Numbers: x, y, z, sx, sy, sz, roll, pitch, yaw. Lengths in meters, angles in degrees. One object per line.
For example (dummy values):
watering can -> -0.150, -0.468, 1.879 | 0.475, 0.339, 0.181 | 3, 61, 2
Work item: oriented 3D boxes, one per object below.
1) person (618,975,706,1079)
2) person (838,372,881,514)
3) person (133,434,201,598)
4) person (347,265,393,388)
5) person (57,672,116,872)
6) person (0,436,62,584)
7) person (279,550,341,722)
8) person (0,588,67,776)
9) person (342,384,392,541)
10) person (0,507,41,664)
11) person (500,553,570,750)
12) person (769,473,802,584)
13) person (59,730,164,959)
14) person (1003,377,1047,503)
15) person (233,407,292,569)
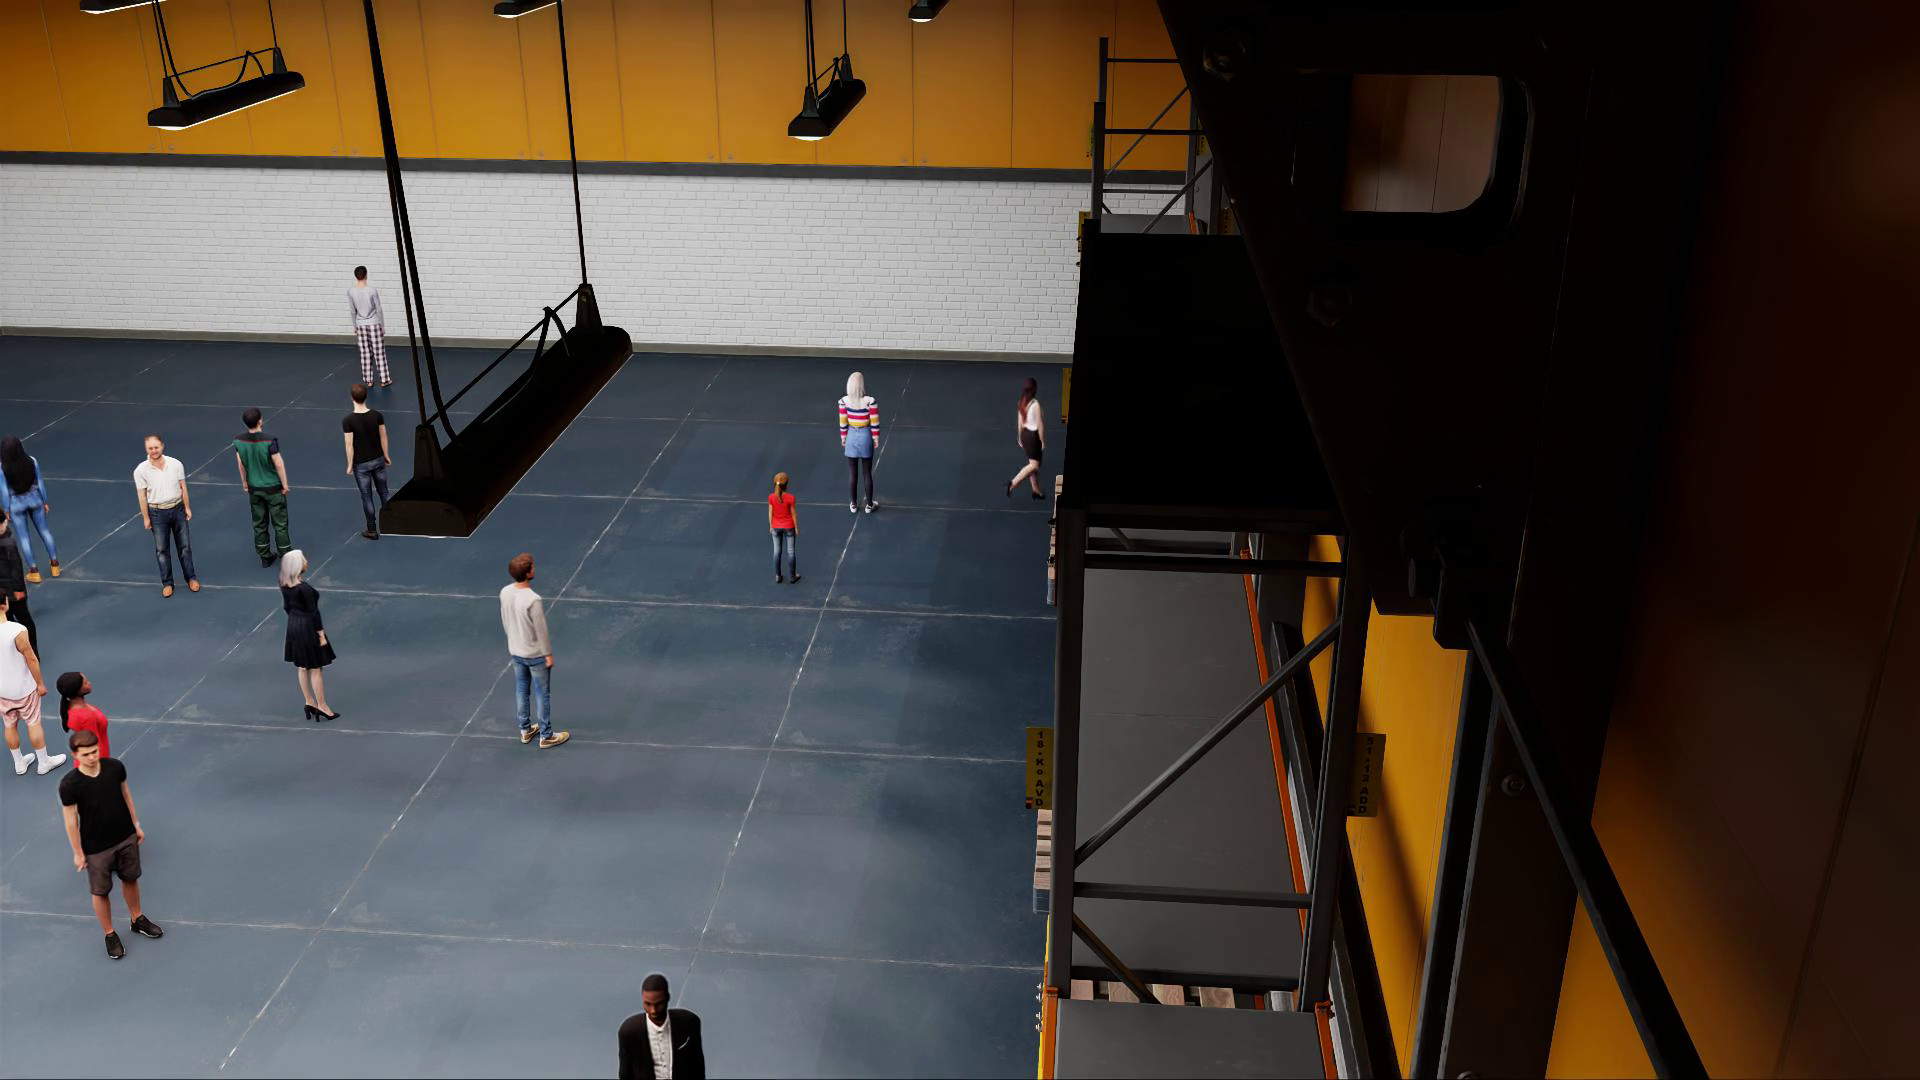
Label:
person -> -1.779, 3.376, 10.036 | 0.727, 1.800, 0.664 | -6, 24, -13
person -> -1.241, -1.212, 20.521 | 0.669, 1.808, 0.538 | 4, 24, 9
person -> -8.778, -0.313, 18.404 | 0.751, 1.856, 0.775 | -13, 27, -28
person -> -8.913, -3.222, 25.069 | 0.644, 1.847, 0.563 | -1, 24, -1
person -> -7.043, 1.865, 13.512 | 0.783, 1.784, 0.733 | -21, 31, -40
person -> -10.493, -0.361, 18.693 | 0.748, 1.712, 0.667 | 21, 31, 40
person -> -6.191, 0.895, 15.777 | 0.696, 1.746, 0.713 | 15, 28, 30
person -> -8.465, 1.273, 14.863 | 0.637, 1.786, 0.536 | 2, 24, 4
person -> -7.030, -0.937, 19.780 | 0.756, 1.896, 0.812 | -18, 29, -35
person -> -9.613, 0.449, 16.756 | 0.669, 1.781, 0.659 | 7, 25, 15
person -> -3.964, 1.015, 15.307 | 0.751, 1.902, 0.728 | 13, 27, 28
person -> -1.985, -0.139, 18.686 | 0.485, 1.311, 0.504 | 3, 24, 8
person -> -6.439, 2.239, 12.560 | 0.828, 1.860, 0.704 | 16, 29, 33
person -> 0.824, -1.197, 20.715 | 0.955, 1.625, 0.920 | -16, 28, -32
person -> -7.949, -0.608, 19.024 | 0.680, 1.900, 0.544 | 2, 24, 5
